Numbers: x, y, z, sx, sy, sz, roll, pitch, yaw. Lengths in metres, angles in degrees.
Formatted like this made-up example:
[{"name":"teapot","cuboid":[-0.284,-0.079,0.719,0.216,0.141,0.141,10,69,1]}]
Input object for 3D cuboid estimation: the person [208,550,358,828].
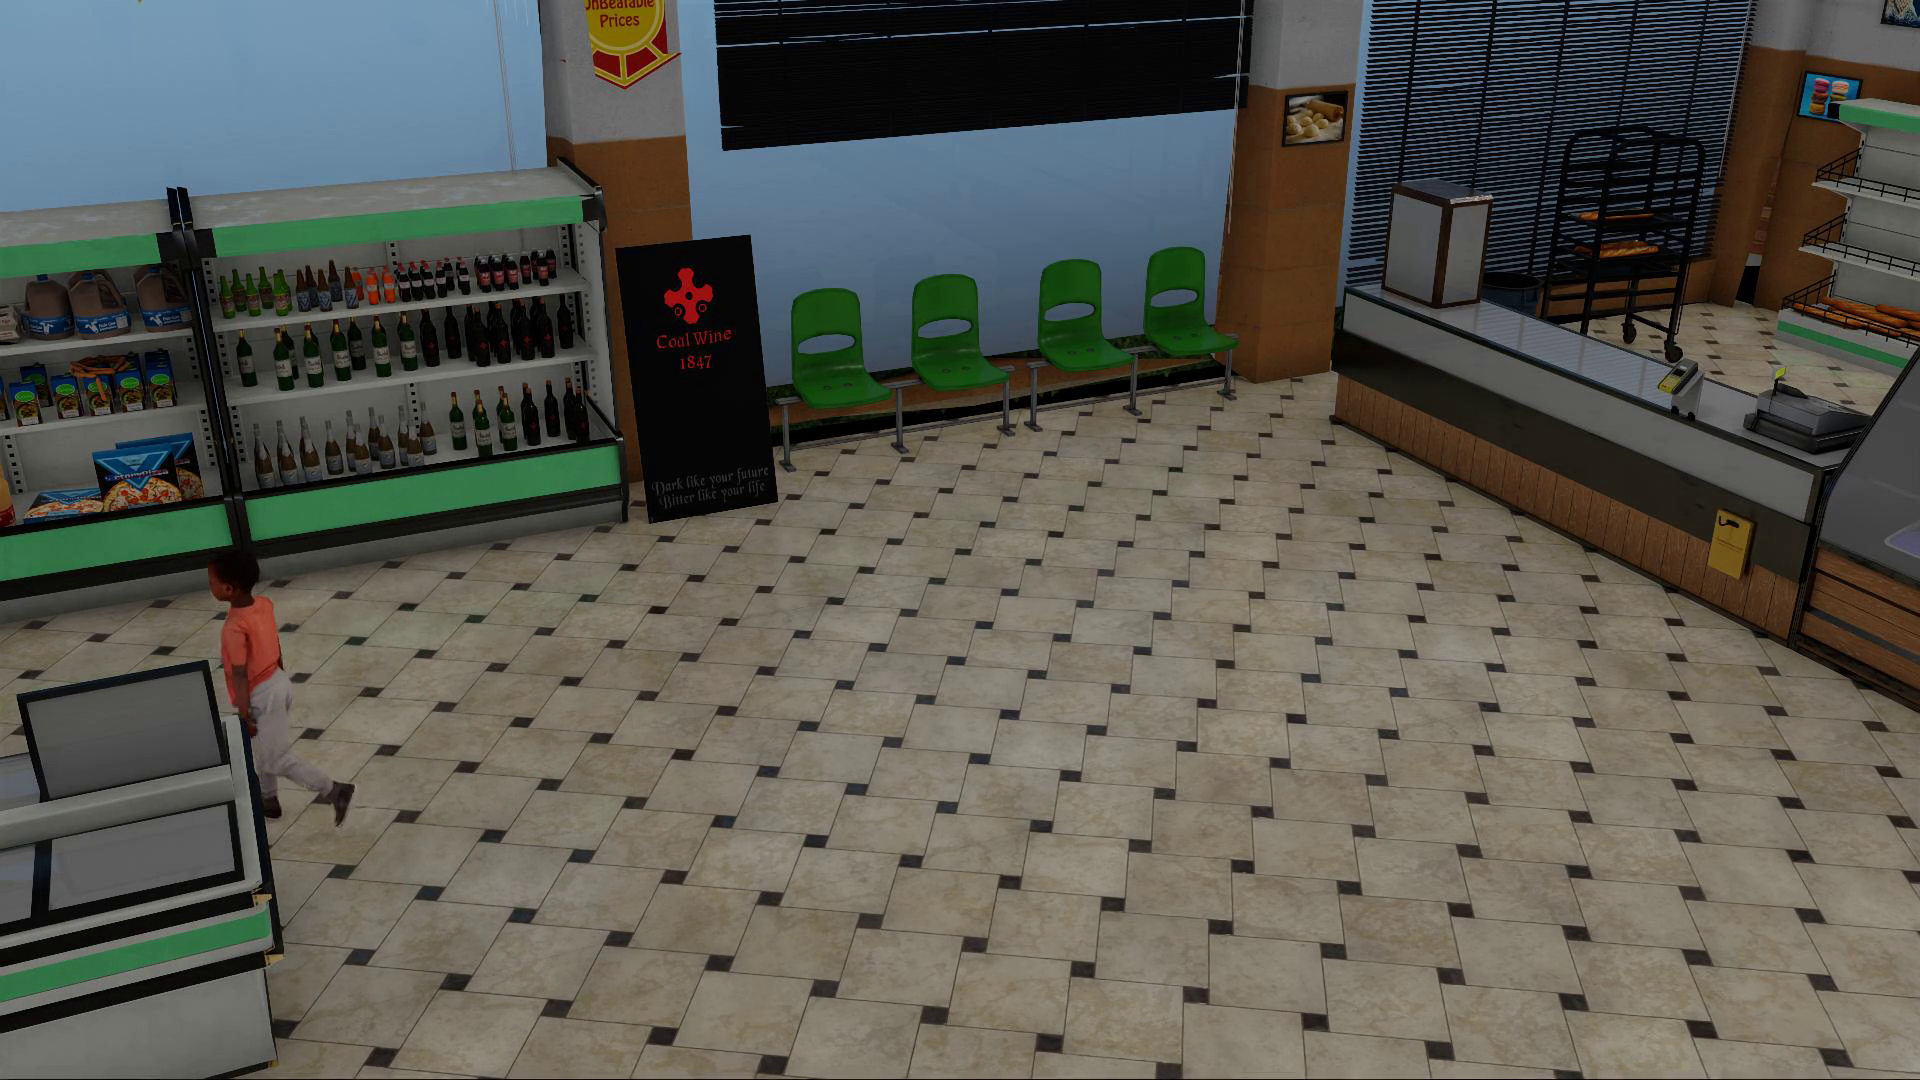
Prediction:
[{"name":"person","cuboid":[-2.879,0.658,7.007,0.917,1.294,0.751,2,24,5]}]
